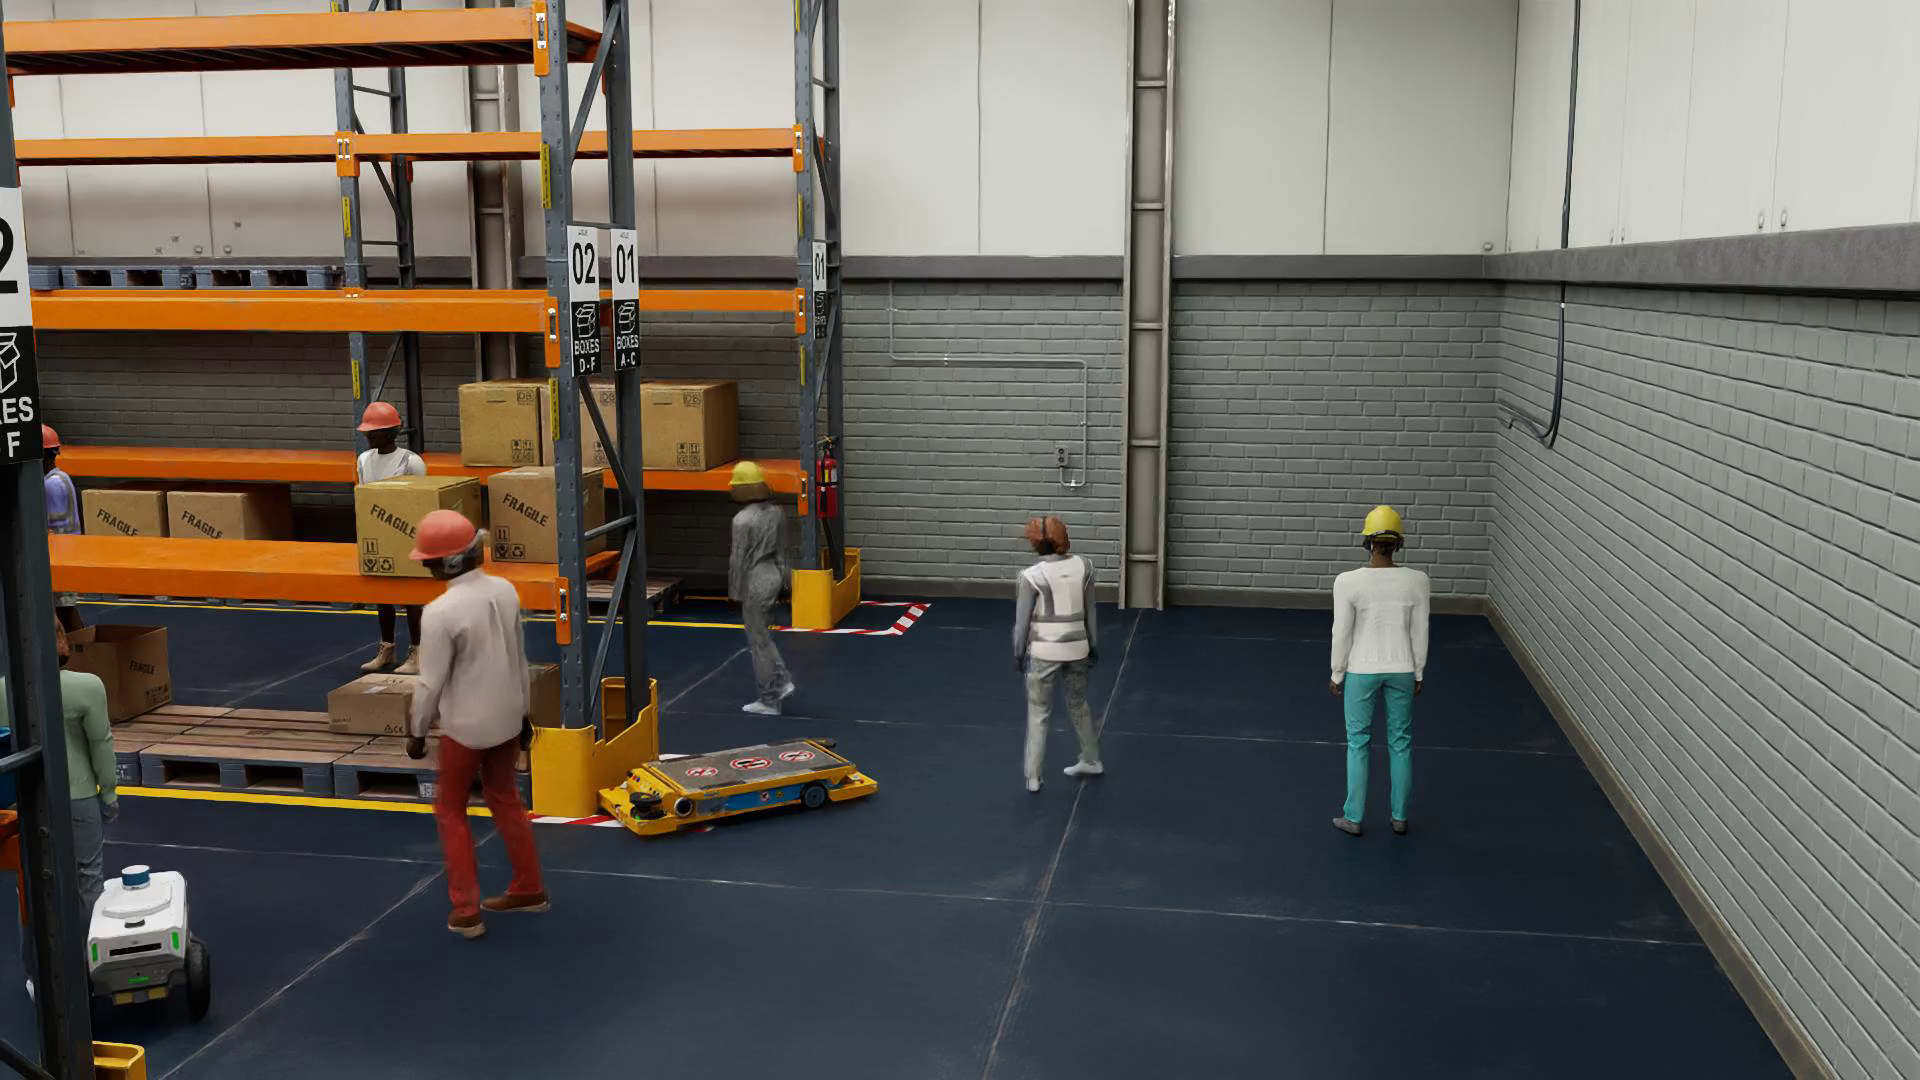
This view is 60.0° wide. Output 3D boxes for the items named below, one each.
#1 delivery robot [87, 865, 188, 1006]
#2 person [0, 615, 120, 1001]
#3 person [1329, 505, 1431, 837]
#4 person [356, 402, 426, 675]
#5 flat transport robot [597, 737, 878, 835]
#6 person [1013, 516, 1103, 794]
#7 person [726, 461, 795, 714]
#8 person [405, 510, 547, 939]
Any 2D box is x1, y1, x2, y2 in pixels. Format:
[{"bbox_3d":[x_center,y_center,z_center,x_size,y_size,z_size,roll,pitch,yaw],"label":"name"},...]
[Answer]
[{"bbox_3d":[-3.361,1.577,6.809,0.477,0.478,0.707,-4,10,-24],"label":"delivery robot"},{"bbox_3d":[-3.736,1.079,6.846,0.497,1.633,0.278,-3,10,-19],"label":"person"},{"bbox_3d":[2.211,0.698,8.809,0.525,1.769,0.316,-1,9,-5],"label":"person"},{"bbox_3d":[-4.221,-0.001,12.287,0.615,2.040,0.374,4,10,23],"label":"person"},{"bbox_3d":[-1.241,1.358,9.331,1.431,0.197,0.652,-6,11,-31],"label":"flat transport robot"},{"bbox_3d":[0.581,0.651,9.576,0.595,1.609,0.353,-5,11,-30],"label":"person"},{"bbox_3d":[-1.379,0.328,11.219,0.386,1.724,0.486,4,10,23],"label":"person"},{"bbox_3d":[-2.203,0.833,7.485,0.455,1.962,0.656,4,10,22],"label":"person"}]
